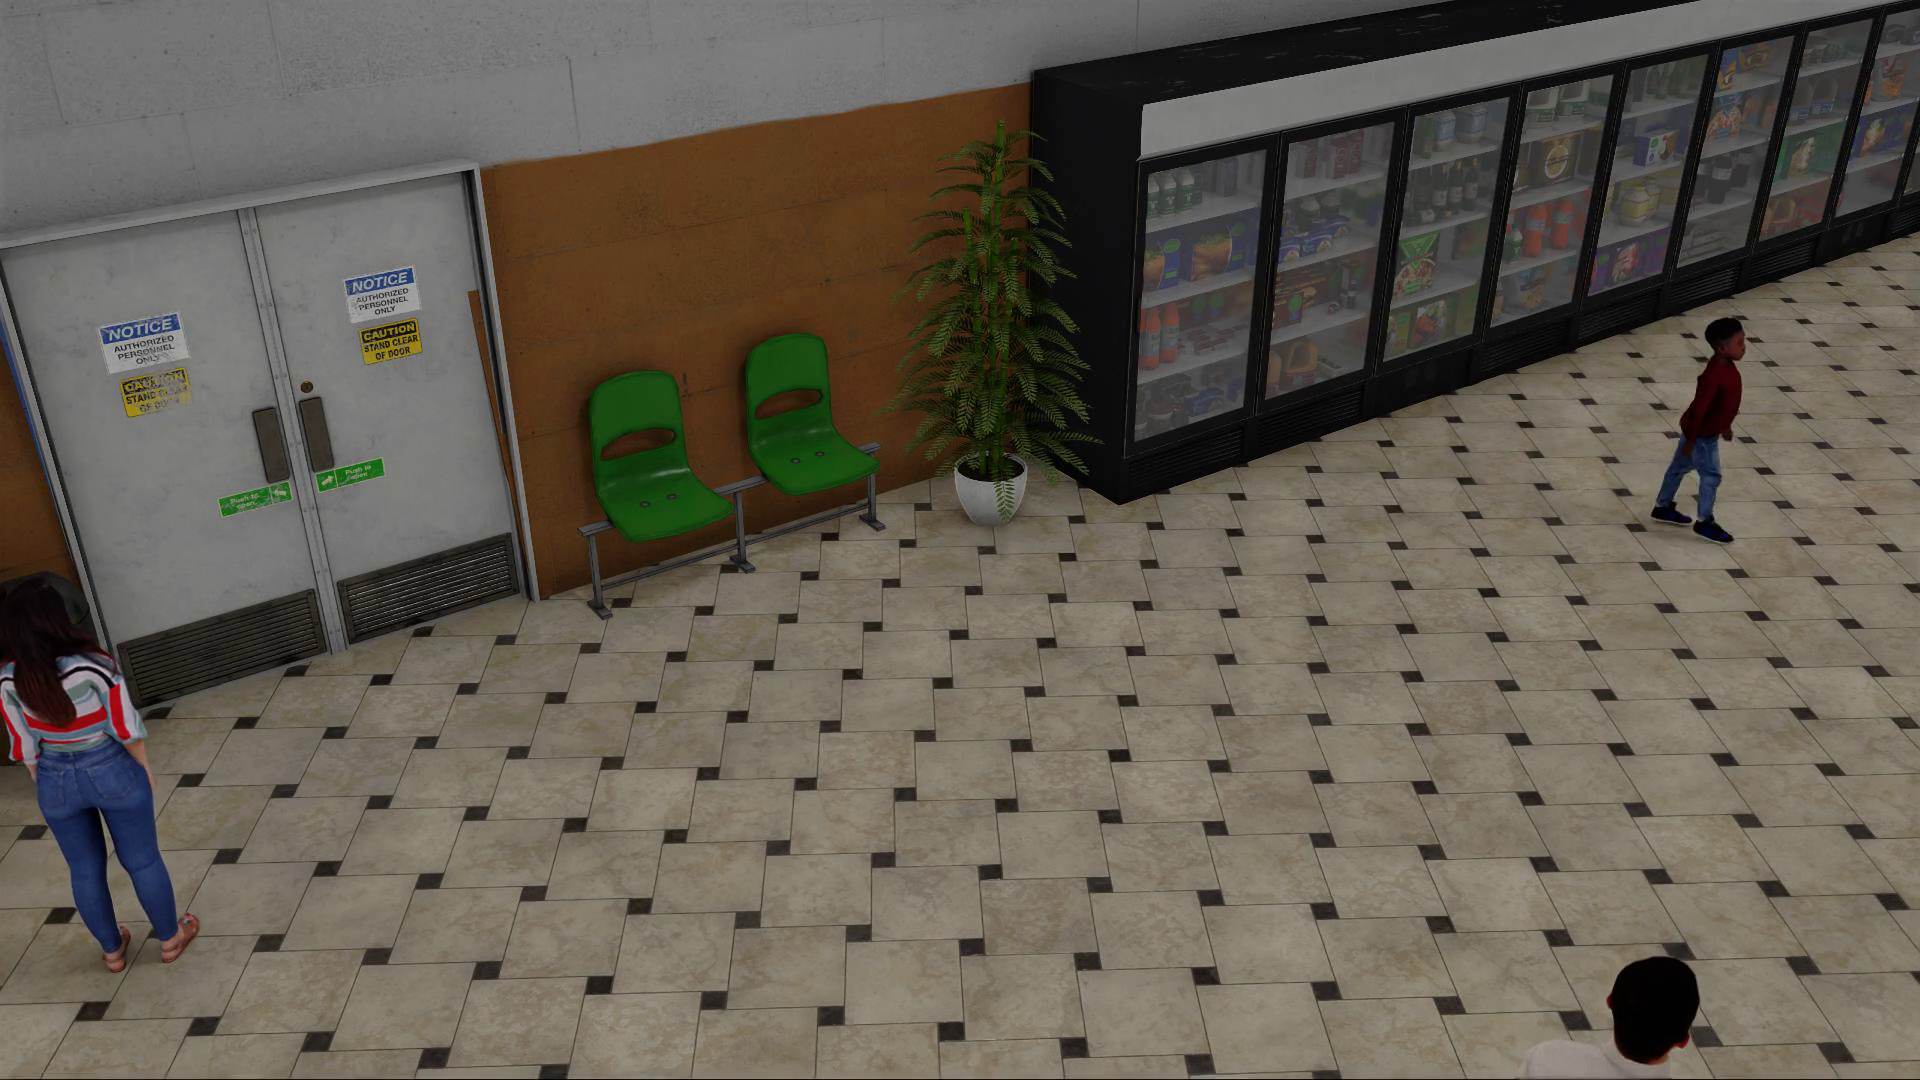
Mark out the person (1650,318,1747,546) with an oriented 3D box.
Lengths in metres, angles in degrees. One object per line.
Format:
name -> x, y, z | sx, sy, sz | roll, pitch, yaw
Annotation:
person -> 3.969, -0.622, 9.027 | 0.755, 1.240, 0.655 | 14, 32, 24

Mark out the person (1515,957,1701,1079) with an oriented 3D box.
person -> 1.542, 1.742, 4.102 | 0.620, 1.811, 0.794 | 19, 34, 30

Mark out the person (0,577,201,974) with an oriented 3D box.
person -> -3.108, 0.855, 5.933 | 0.652, 1.614, 0.634 | -6, 29, -11
